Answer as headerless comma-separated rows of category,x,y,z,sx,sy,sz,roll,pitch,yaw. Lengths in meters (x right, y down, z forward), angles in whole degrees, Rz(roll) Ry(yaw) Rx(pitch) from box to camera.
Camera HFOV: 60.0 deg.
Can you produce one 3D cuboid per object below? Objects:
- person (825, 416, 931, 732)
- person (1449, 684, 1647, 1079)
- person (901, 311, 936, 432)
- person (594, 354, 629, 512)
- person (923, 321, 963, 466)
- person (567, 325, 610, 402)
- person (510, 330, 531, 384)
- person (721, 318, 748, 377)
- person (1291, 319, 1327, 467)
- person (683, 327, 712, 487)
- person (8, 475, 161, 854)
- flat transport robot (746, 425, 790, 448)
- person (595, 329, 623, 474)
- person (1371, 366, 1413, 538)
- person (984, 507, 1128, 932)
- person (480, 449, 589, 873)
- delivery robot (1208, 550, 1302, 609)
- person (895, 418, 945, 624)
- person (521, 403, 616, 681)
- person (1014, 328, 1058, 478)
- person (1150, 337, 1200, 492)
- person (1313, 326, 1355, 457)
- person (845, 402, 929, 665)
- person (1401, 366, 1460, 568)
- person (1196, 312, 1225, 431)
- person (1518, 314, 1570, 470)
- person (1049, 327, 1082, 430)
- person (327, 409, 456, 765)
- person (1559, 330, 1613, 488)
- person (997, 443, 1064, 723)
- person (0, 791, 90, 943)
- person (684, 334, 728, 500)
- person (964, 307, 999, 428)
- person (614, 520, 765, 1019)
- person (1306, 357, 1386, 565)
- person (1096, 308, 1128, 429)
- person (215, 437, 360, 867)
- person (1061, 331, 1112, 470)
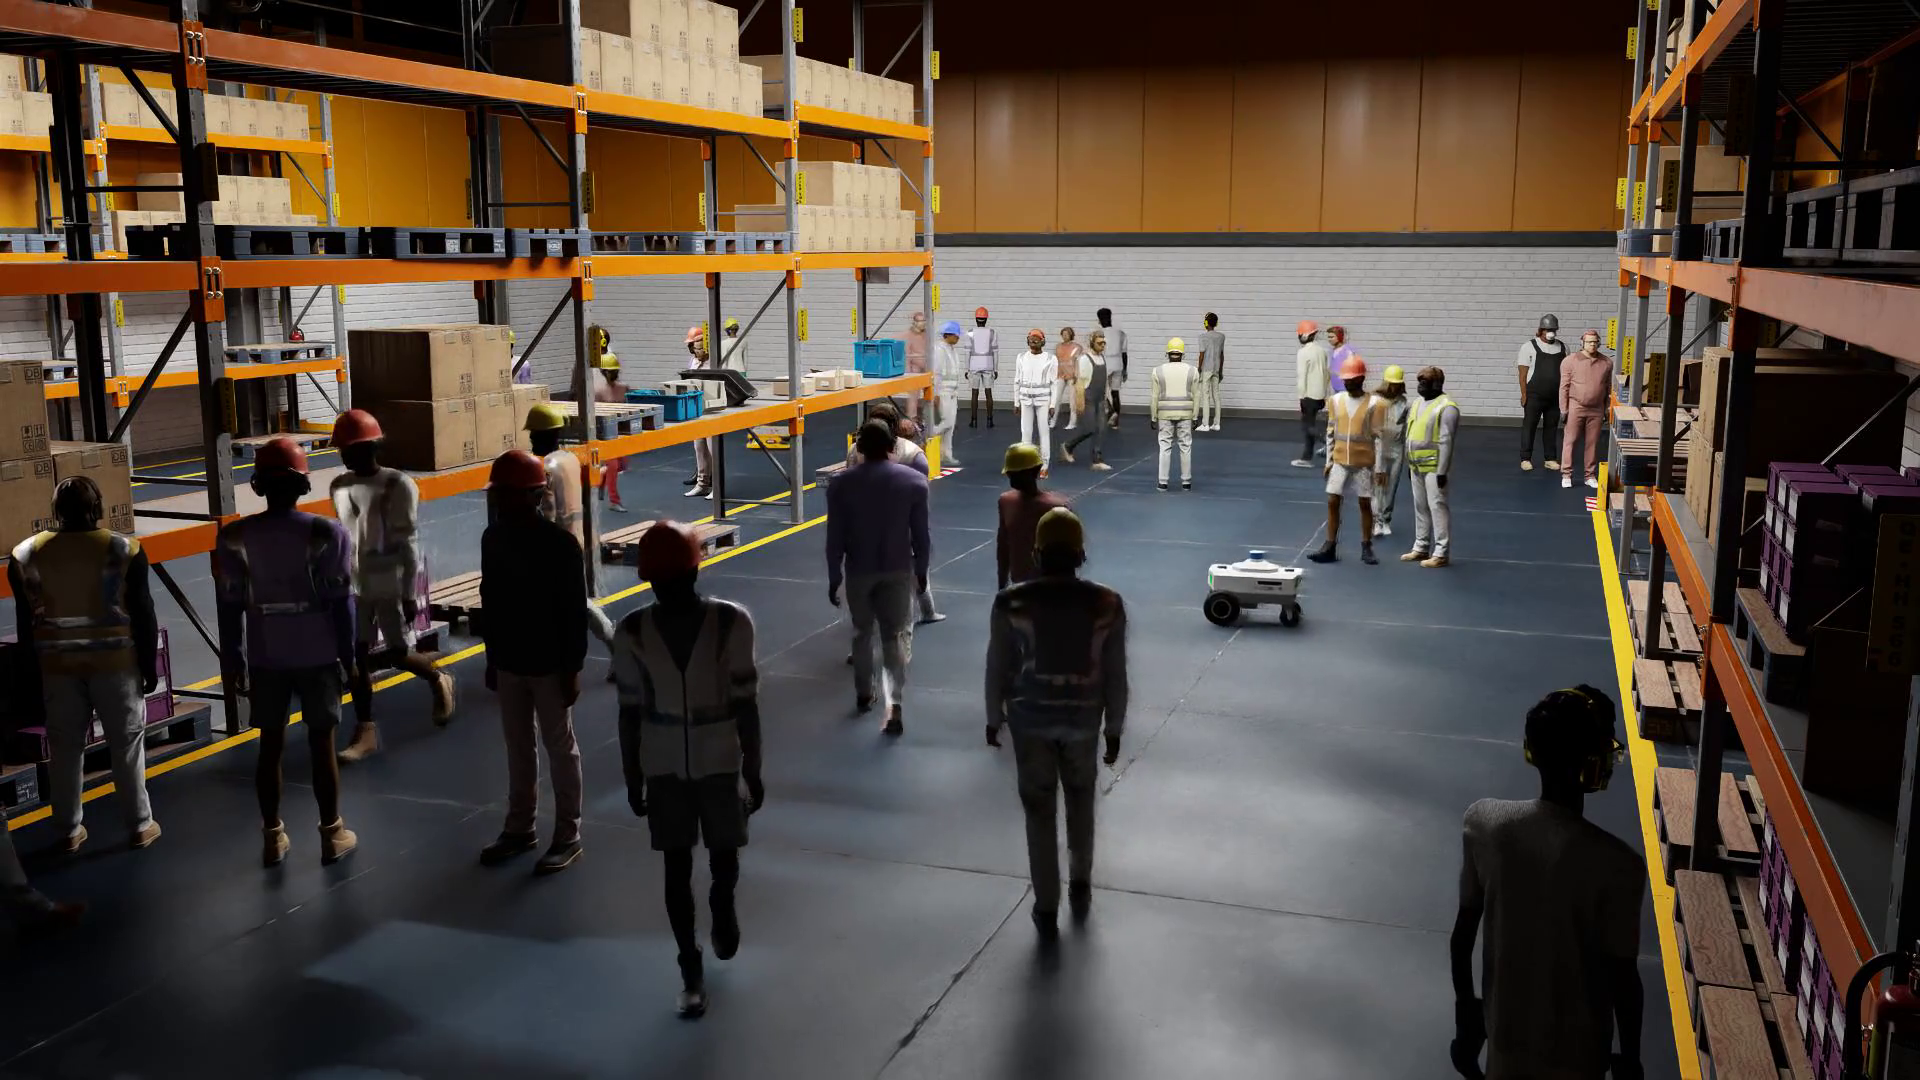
person,-0.496,0.199,10.135,0.647,1.895,1.003,-1,10,-5
person,1.468,1.270,4.149,0.315,1.870,0.532,-8,13,-39
person,-0.584,-2.622,26.027,0.666,1.886,0.602,-9,13,-40
person,-3.890,-1.193,18.362,0.627,1.745,0.527,8,13,37
person,-0.185,-1.941,22.068,0.491,1.927,0.623,4,11,23
person,-5.017,-1.997,22.586,0.599,1.861,0.986,7,12,36
person,-5.423,-1.571,19.978,0.586,1.930,0.357,3,10,16
person,-3.609,-2.643,26.503,0.523,1.761,0.326,-9,14,-43
person,4.681,-1.891,21.708,0.774,1.966,0.618,9,14,43
person,-3.155,-1.603,20.138,0.356,1.937,0.552,-8,13,-39
person,-4.192,0.602,8.035,0.621,1.835,0.430,-2,10,-11
flat transport robot,-2.715,-1.510,24.304,0.652,0.197,1.431,0,10,-1
person,-4.518,-1.755,21.223,0.314,1.861,0.512,-6,12,-29
person,4.301,-0.869,16.605,0.509,1.709,0.728,1,10,3
person,0.397,0.753,7.232,0.597,1.810,0.632,-1,10,-7
person,-2.010,0.562,7.782,0.612,1.995,0.393,6,12,30
delivery robot,2.293,0.325,12.910,0.707,0.478,0.477,3,10,14
person,-0.466,-0.130,12.727,0.533,1.616,0.677,7,12,35
person,-2.625,0.030,11.072,0.875,1.898,0.594,2,10,11
person,0.946,-1.716,20.920,0.574,1.886,0.356,4,11,21
person,2.552,-1.483,19.756,0.586,1.833,0.403,0,10,3
person,5.184,-2.041,22.976,0.871,1.800,0.586,-1,10,-8
person,-0.538,-0.040,11.601,0.627,1.846,0.429,3,11,18
person,4.278,-0.667,15.181,0.431,1.835,0.621,-3,10,-16
person,3.932,-2.646,26.202,0.513,1.872,0.328,-6,12,-29
person,7.629,-1.921,21.641,0.683,2.000,0.538,-1,10,-7
person,1.687,-2.566,26.439,0.523,1.627,0.405,5,11,26
person,-3.306,0.234,9.583,0.616,2.016,0.800,4,11,19
person,7.544,-1.571,20.047,0.643,1.909,0.410,0,10,-2
person,0.512,0.228,10.427,0.560,1.728,0.783,9,14,42
person,-4.169,0.814,6.685,0.644,1.896,1.017,7,12,35
person,-2.938,-1.418,19.197,0.640,1.905,0.410,9,14,43
person,0.341,-2.764,26.674,0.552,1.937,0.356,-1,10,-4
person,-1.033,0.844,6.418,0.564,1.914,0.546,0,10,-3
person,3.594,-0.714,15.235,0.612,1.915,0.519,7,12,35
person,2.380,-2.698,26.311,0.685,1.936,0.601,-4,11,-22
person,-3.152,0.529,7.864,0.607,2.034,0.407,-1,10,-6
person,1.681,-1.821,21.708,0.639,1.826,0.511,8,13,39
